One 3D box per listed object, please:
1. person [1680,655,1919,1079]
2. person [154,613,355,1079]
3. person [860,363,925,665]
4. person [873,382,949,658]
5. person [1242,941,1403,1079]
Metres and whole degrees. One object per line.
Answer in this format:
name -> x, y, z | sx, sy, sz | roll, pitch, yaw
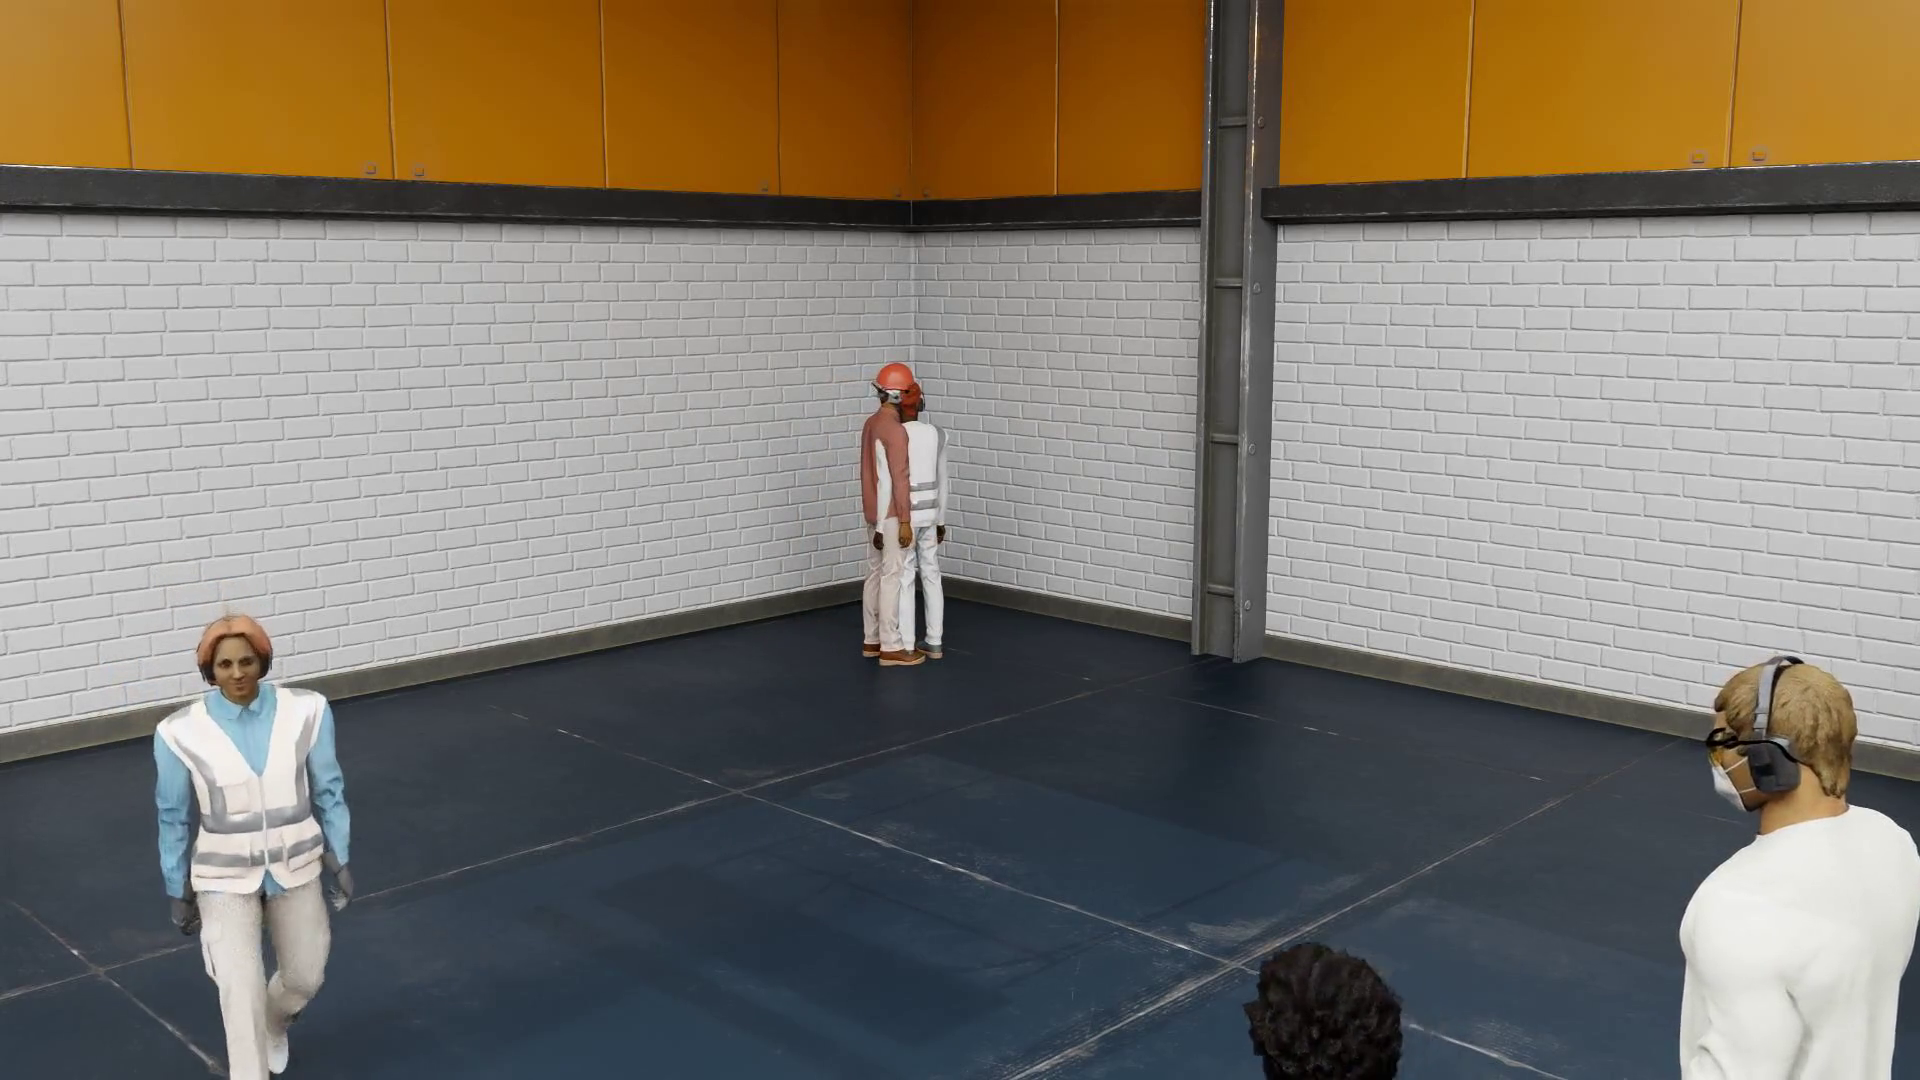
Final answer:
person -> 1.464, 1.160, 3.025 | 0.629, 1.936, 0.373 | -8, 12, -40
person -> -2.116, 0.998, 4.991 | 0.522, 1.616, 0.671 | -7, 11, -35
person -> -0.450, -0.174, 11.027 | 0.400, 1.989, 0.623 | -4, 10, -23
person -> -0.325, -0.118, 11.023 | 0.576, 1.881, 0.354 | -7, 12, -37
person -> 0.524, 1.386, 2.490 | 0.541, 1.651, 0.876 | -1, 9, -6
